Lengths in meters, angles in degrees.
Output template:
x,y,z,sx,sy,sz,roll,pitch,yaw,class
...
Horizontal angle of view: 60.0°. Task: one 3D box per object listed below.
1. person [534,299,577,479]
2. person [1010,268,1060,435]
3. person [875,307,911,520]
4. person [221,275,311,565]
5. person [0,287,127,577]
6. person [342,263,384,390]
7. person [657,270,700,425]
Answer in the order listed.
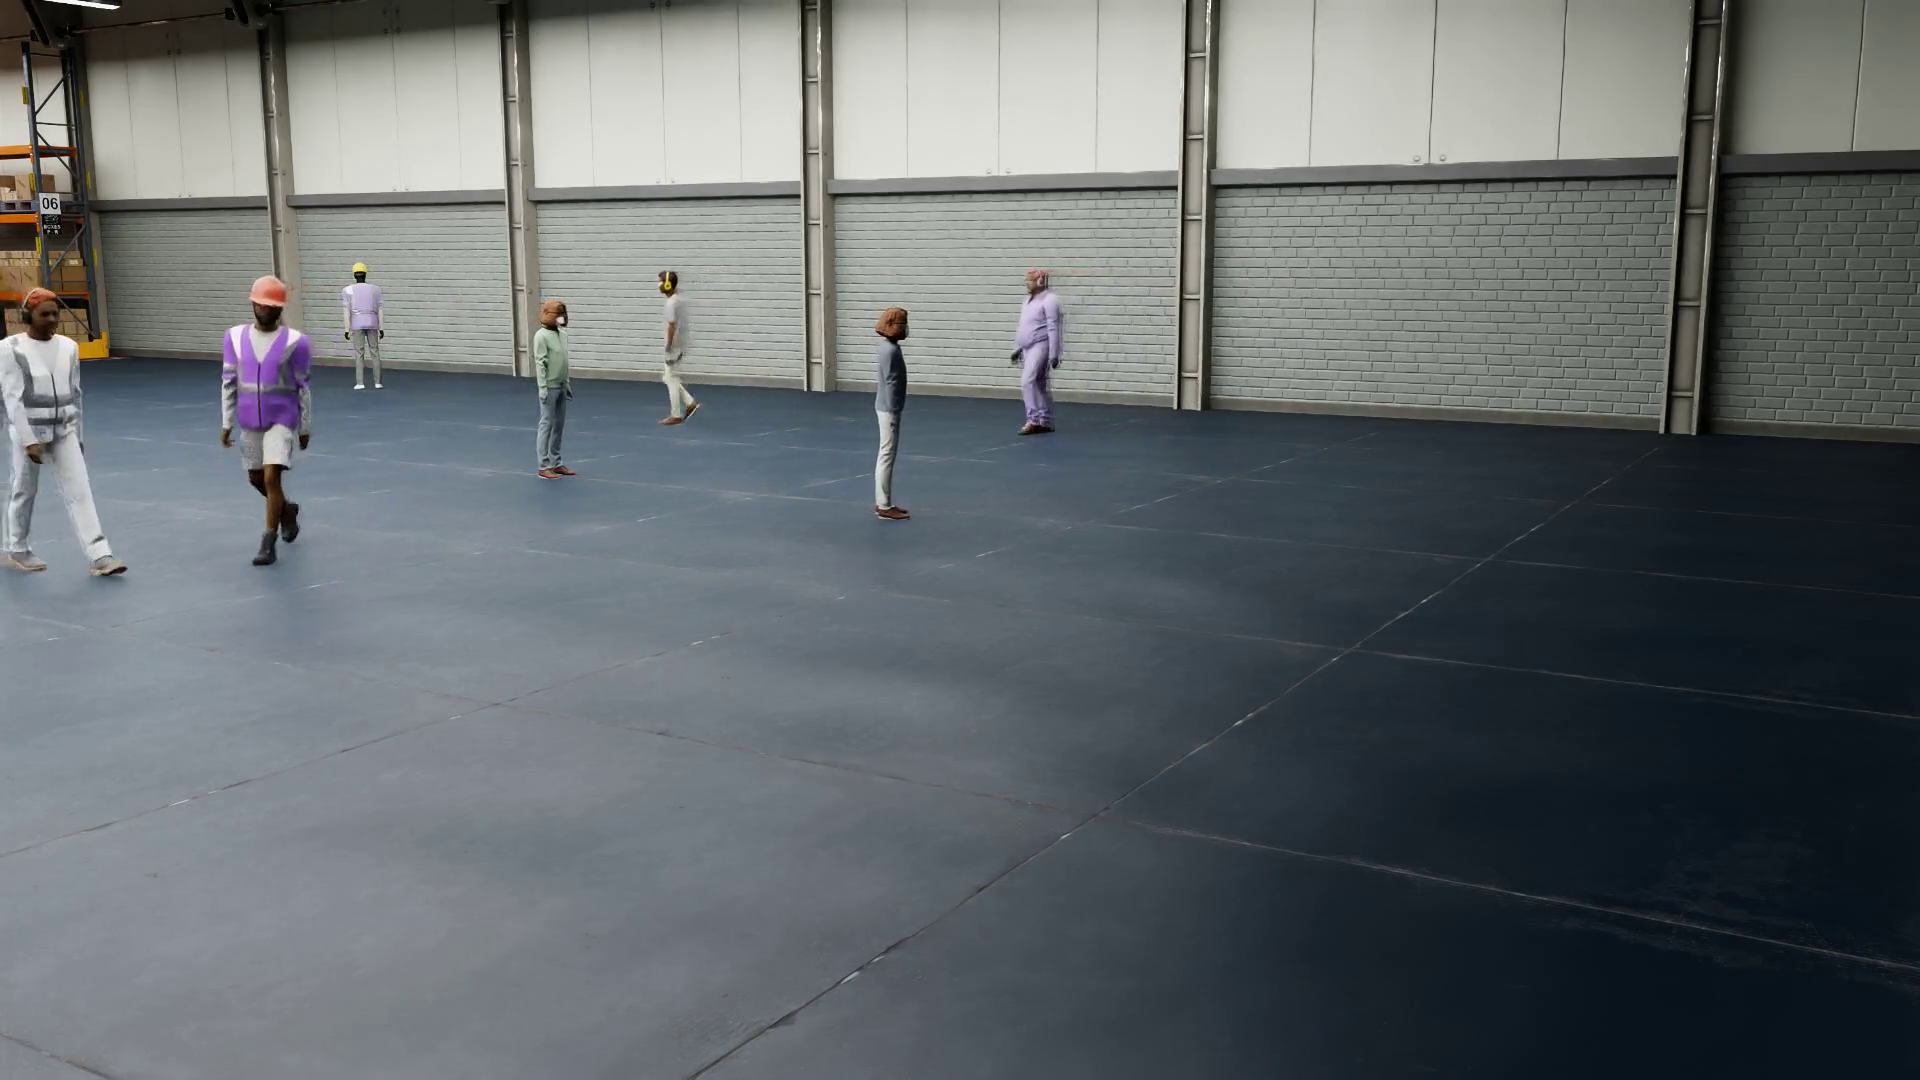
x,y,z,sx,sy,sz,roll,pitch,yaw,class
-3.701,-1.378,15.199,0.278,1.631,0.505,3,10,16,person
0.790,-2.133,18.895,0.677,1.885,0.649,-3,10,-20,person
-0.522,-0.980,12.863,0.274,1.632,0.503,-1,10,-4,person
-4.622,-0.822,11.174,0.559,1.903,0.862,-1,10,-4,person
-5.763,-0.671,10.494,1.008,1.834,0.593,6,11,30,person
-9.058,-3.239,25.266,0.585,1.917,0.382,-5,11,-28,person
-3.432,-2.297,19.926,0.429,1.856,0.560,0,10,0,person
